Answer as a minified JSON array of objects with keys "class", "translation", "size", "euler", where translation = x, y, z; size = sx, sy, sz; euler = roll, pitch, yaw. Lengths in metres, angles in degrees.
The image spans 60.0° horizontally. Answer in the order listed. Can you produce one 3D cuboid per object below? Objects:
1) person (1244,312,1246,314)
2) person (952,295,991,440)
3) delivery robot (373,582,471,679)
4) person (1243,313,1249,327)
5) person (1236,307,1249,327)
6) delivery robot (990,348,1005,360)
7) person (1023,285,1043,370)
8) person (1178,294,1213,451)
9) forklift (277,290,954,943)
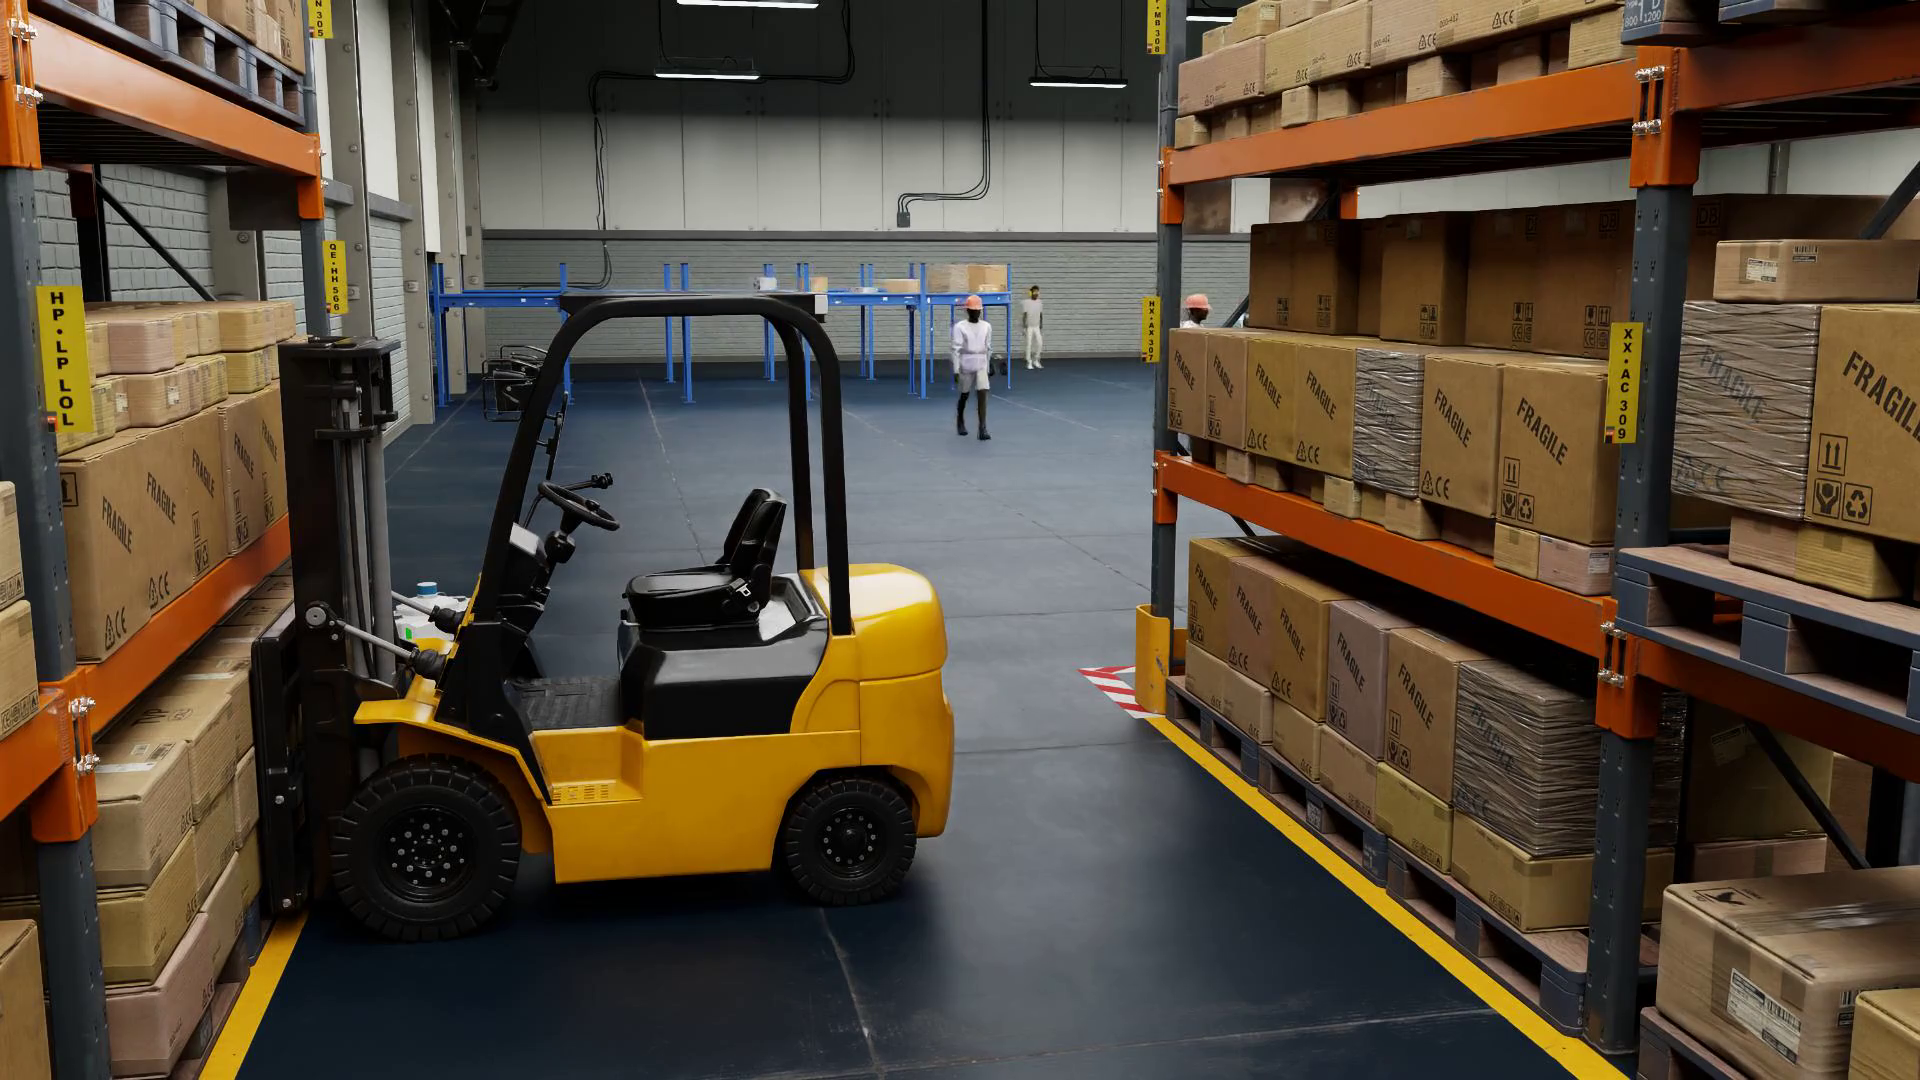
[{"class":"person","translation":[6.257,-4.443,35.751],"size":[0.553,1.656,0.849],"euler":[-3,10,-20]},{"class":"person","translation":[0.145,-2.308,22.079],"size":[0.560,1.895,0.983],"euler":[-3,10,-19]},{"class":"delivery robot","translation":[-2.881,0.473,9.029],"size":[0.477,0.478,0.707],"euler":[4,10,22]},{"class":"person","translation":[4.632,-2.883,25.865],"size":[0.644,1.795,0.842],"euler":[-2,9,-9]},{"class":"person","translation":[5.562,-3.821,32.181],"size":[0.529,1.597,0.844],"euler":[0,9,0]},{"class":"delivery robot","translation":[0.641,-3.916,34.988],"size":[0.335,0.223,0.698],"euler":[-9,13,-42]},{"class":"person","translation":[1.608,-4.693,36.753],"size":[0.537,1.850,0.540],"euler":[-3,10,-17]},{"class":"person","translation":[2.851,-2.054,20.407],"size":[0.522,1.927,0.561],"euler":[5,11,28]},{"class":"forklift","translation":[-1.179,0.175,6.143],"size":[2.313,2.155,1.214],"euler":[-2,10,-12]}]
